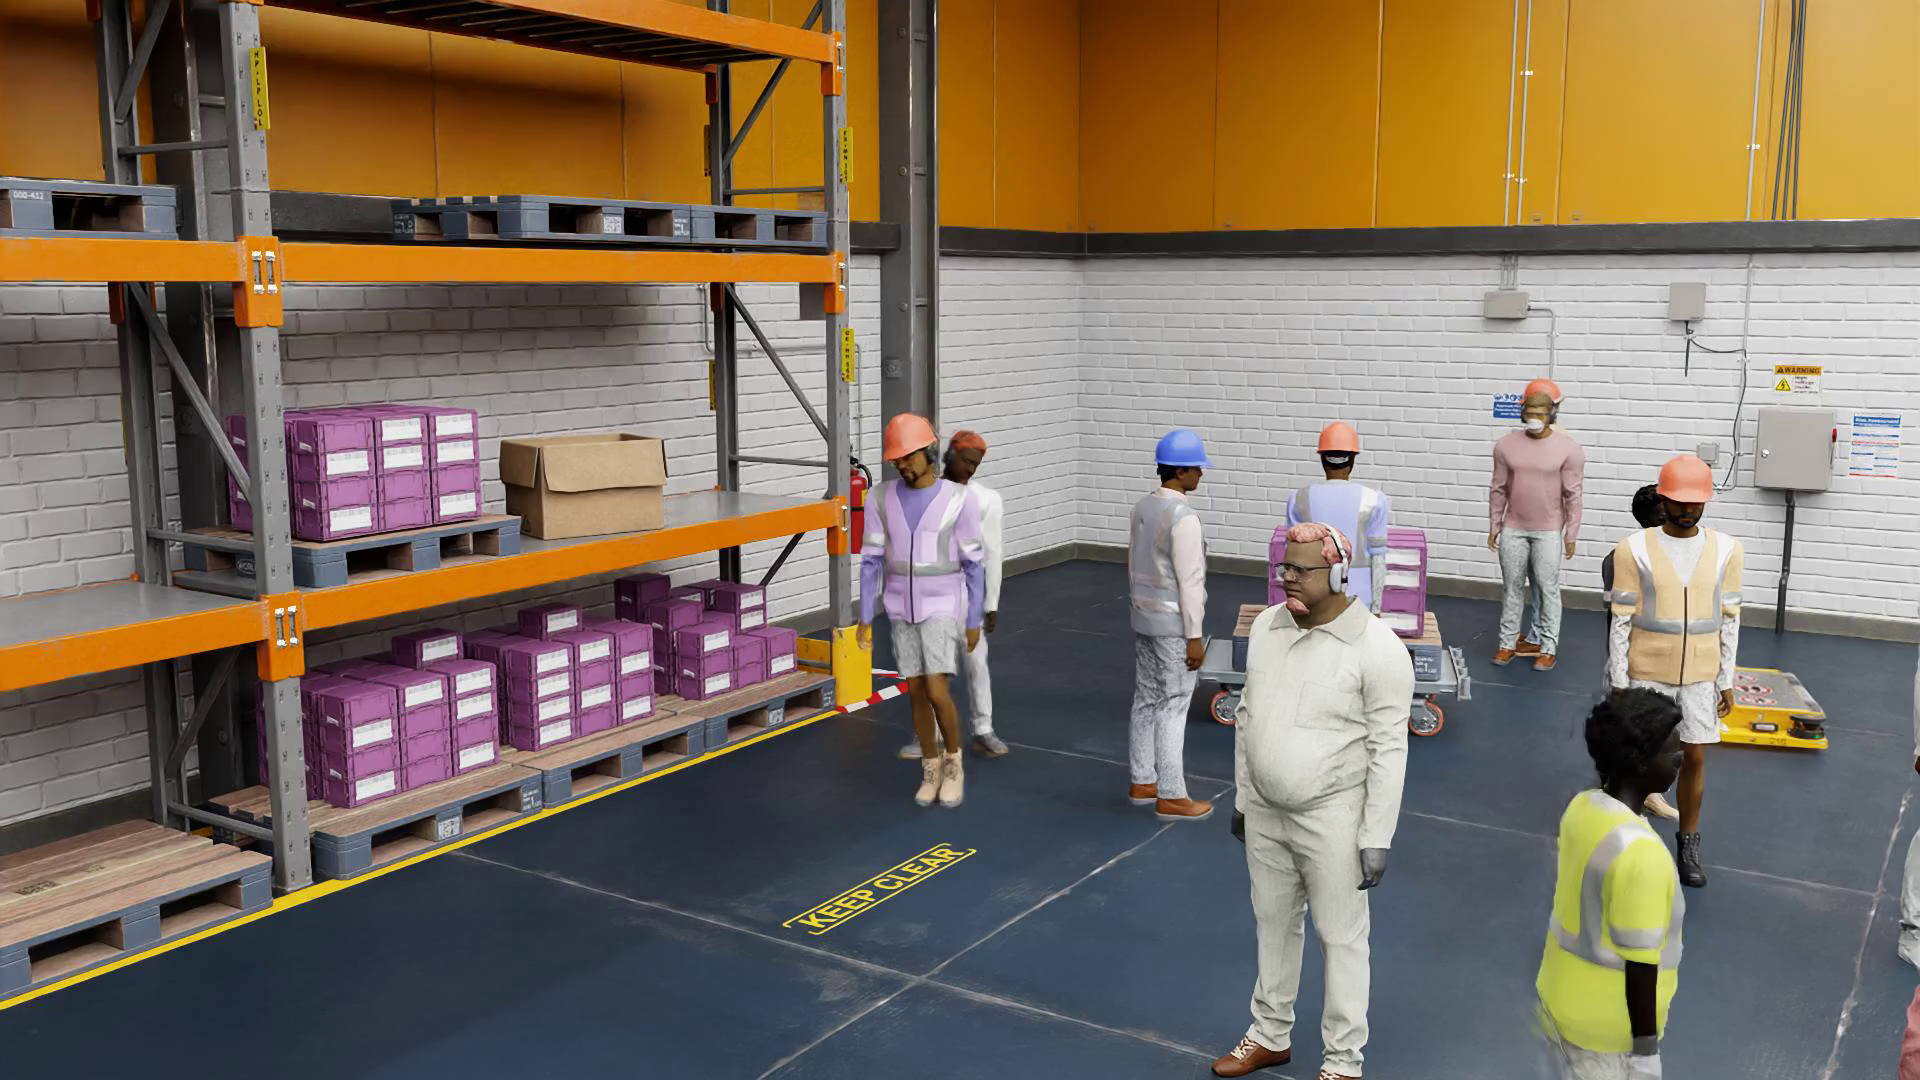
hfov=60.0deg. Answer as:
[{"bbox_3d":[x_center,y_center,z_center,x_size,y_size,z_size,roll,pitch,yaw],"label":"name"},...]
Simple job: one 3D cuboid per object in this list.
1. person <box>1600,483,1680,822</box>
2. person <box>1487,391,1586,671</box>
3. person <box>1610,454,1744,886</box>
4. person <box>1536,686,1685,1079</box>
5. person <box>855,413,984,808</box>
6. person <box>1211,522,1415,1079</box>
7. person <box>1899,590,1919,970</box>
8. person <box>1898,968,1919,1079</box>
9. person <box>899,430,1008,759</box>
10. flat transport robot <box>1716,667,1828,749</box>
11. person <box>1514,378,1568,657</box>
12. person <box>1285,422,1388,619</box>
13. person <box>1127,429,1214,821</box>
[{"bbox_3d":[3.374,0.563,8.176,0.535,1.697,0.318,-4,10,-24],"label":"person"},{"bbox_3d":[3.967,-0.063,11.499,0.632,1.932,0.366,7,11,38],"label":"person"},{"bbox_3d":[3.149,0.579,7.342,0.539,1.929,0.388,1,9,9],"label":"person"},{"bbox_3d":[1.562,1.184,4.188,0.597,1.678,0.542,1,9,6],"label":"person"},{"bbox_3d":[-0.206,0.368,8.406,0.617,2.012,0.526,3,9,19],"label":"person"},{"bbox_3d":[1.120,0.887,5.387,0.407,1.910,0.638,-7,11,-39],"label":"person"},{"bbox_3d":[3.893,0.736,6.377,0.585,1.911,0.390,-2,9,-15],"label":"person"},{"bbox_3d":[2.025,1.239,2.998,0.628,1.940,0.373,7,11,38],"label":"person"},{"bbox_3d":[-0.044,0.314,9.289,0.685,1.858,0.356,2,9,15],"label":"person"},{"bbox_3d":[4.772,0.977,10.095,0.652,0.197,1.431,3,9,17],"label":"flat transport robot"},{"bbox_3d":[4.148,-0.160,11.905,0.380,1.995,0.608,5,10,31],"label":"person"},{"bbox_3d":[2.036,0.321,9.044,0.544,1.920,0.420,3,9,19],"label":"person"},{"bbox_3d":[1.053,0.417,8.307,0.404,1.945,0.615,-3,9,-20],"label":"person"}]
